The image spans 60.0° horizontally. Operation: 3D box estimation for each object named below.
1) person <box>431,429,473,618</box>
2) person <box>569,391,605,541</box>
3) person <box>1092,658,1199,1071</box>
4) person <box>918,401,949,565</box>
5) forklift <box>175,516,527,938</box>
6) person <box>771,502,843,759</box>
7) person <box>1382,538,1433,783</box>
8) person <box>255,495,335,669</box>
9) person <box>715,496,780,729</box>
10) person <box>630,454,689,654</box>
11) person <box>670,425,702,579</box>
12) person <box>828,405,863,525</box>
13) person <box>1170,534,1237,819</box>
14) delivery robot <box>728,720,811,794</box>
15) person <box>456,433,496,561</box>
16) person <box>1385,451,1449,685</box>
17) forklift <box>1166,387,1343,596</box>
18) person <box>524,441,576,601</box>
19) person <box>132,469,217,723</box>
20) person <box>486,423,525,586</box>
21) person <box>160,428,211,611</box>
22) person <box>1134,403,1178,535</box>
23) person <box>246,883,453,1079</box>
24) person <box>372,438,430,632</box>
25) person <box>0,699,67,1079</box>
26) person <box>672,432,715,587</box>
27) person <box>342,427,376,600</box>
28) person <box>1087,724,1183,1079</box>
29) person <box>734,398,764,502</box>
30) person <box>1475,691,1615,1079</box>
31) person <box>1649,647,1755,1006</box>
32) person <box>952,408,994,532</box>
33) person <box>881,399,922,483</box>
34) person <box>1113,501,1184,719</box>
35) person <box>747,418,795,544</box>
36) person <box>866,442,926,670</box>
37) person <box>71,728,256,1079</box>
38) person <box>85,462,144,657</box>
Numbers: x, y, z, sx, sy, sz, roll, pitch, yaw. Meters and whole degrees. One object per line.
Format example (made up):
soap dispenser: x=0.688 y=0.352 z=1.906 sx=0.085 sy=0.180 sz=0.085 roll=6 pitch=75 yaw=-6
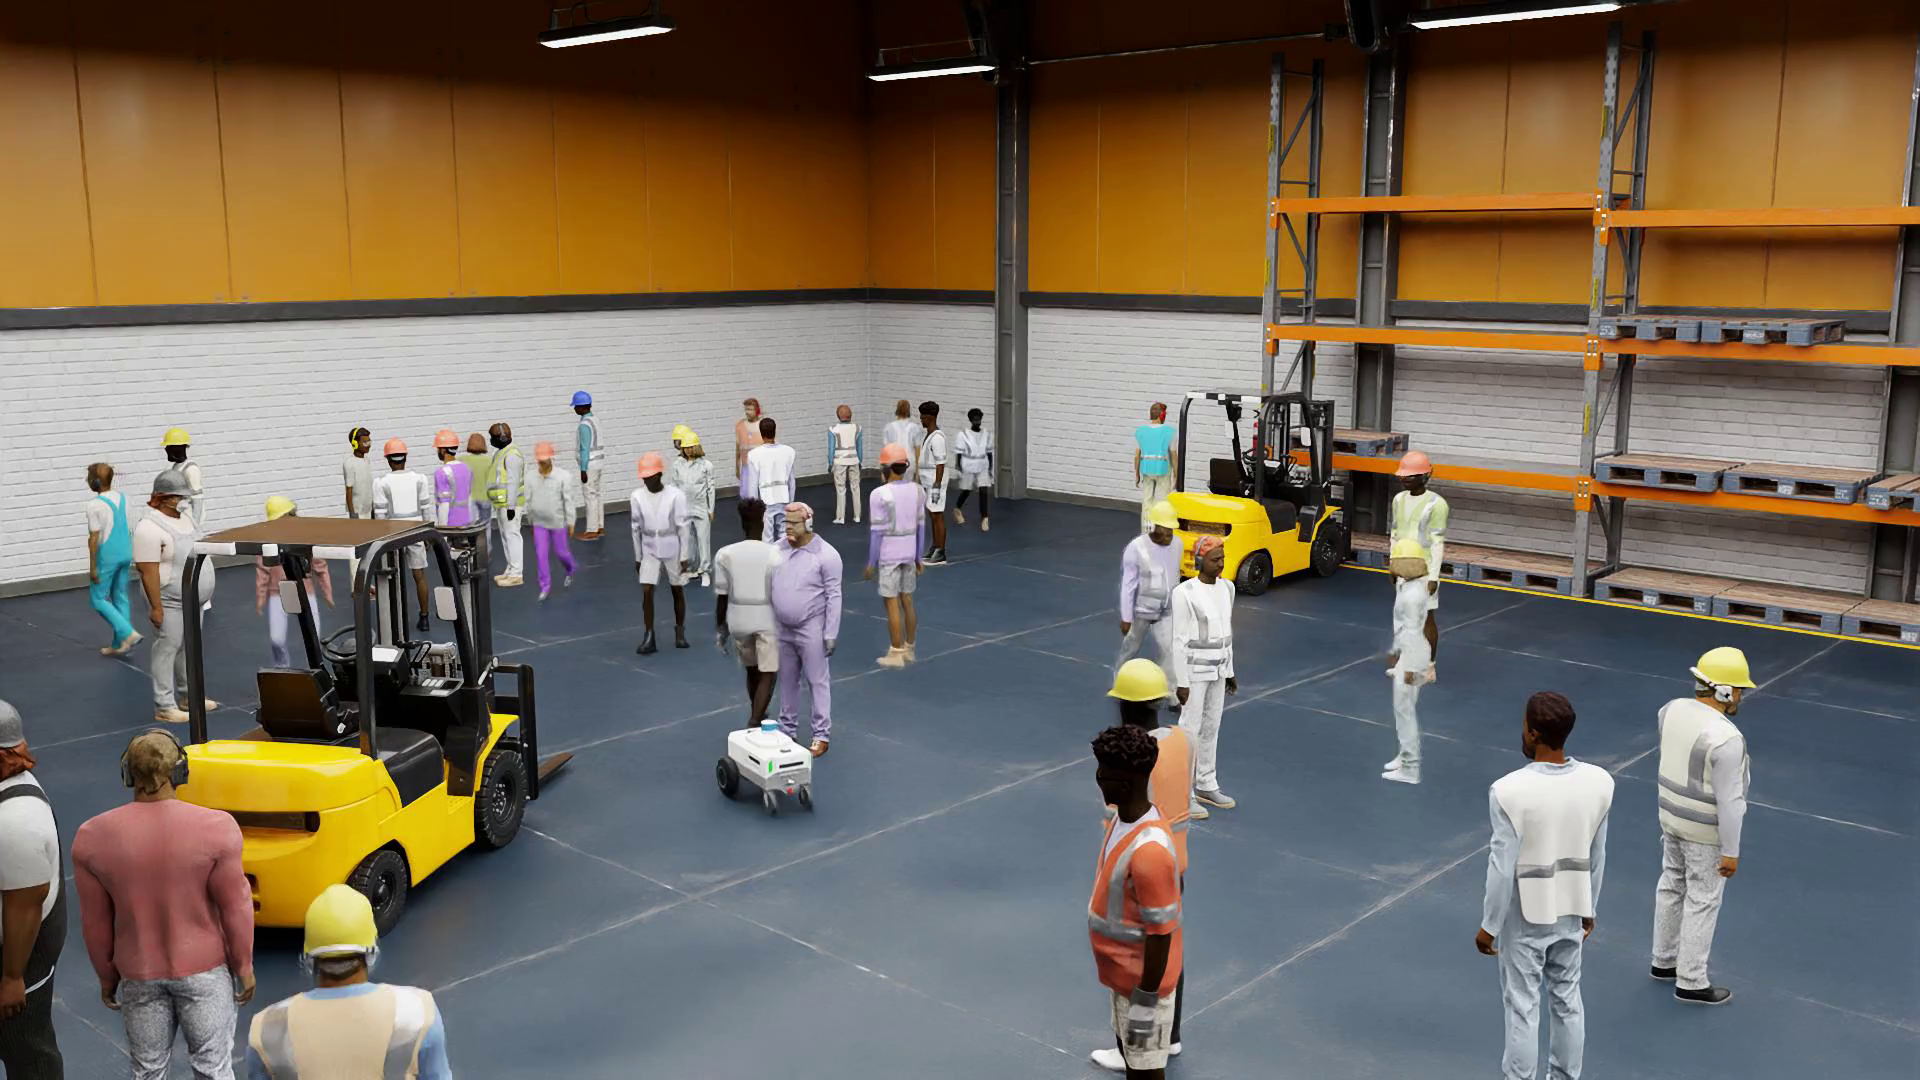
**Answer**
person: x=-5.190 y=-0.162 z=16.958 sx=0.360 sy=1.936 sz=0.552 roll=3 pitch=10 yaw=16
person: x=-4.805 y=-0.961 z=21.512 sx=0.422 sy=1.938 sz=0.607 roll=0 pitch=10 yaw=2
person: x=0.839 y=1.485 z=7.623 sx=0.378 sy=1.924 sz=0.596 roll=10 pitch=14 yaw=43
person: x=-0.321 y=-0.682 z=19.849 sx=0.373 sy=1.962 sz=0.607 roll=-2 pitch=10 yaw=-9
forklift: x=-3.583 y=0.976 z=9.748 sx=1.214 sy=2.155 sz=2.313 roll=2 pitch=10 yaw=11
person: x=-1.193 y=0.663 z=12.349 sx=0.637 sy=1.911 sz=0.403 roll=6 pitch=11 yaw=29
person: x=3.180 y=0.842 z=11.843 sx=0.351 sy=1.722 sz=0.520 roll=3 pitch=10 yaw=18
person: x=-5.563 y=0.477 z=13.871 sx=0.625 sy=1.741 sz=0.395 roll=-5 pitch=11 yaw=-24
person: x=-1.525 y=0.634 z=12.447 sx=0.628 sy=1.929 sz=0.934 roll=2 pitch=10 yaw=11
person: x=-2.789 y=0.127 z=15.483 sx=0.543 sy=1.890 sz=0.671 roll=1 pitch=10 yaw=5
person: x=-3.137 y=-0.433 z=18.999 sx=0.326 sy=1.765 sz=0.533 roll=1 pitch=10 yaw=7
person: x=-1.566 y=-1.027 z=22.726 sx=0.515 sy=1.641 sz=0.314 roll=-5 pitch=11 yaw=-25
person: x=1.635 y=0.897 z=11.089 sx=0.575 sy=1.883 sz=0.355 roll=-9 pitch=14 yaw=-43
delivery robot: x=-1.301 y=1.471 z=11.333 sx=0.477 sy=0.478 sz=0.707 roll=-6 pitch=12 yaw=-31
person: x=-5.716 y=-0.470 z=19.693 sx=0.508 sy=1.592 sz=0.849 roll=-2 pitch=10 yaw=-13
person: x=3.929 y=0.242 z=14.410 sx=0.417 sy=2.035 sz=0.601 roll=-6 pitch=11 yaw=-29
forklift: x=3.298 y=-0.608 z=18.767 sx=1.214 sy=2.155 sz=2.313 roll=9 pitch=13 yaw=42
person: x=-4.402 y=-0.236 z=17.988 sx=0.583 sy=1.724 sz=0.636 roll=2 pitch=10 yaw=9
person: x=-6.245 y=0.428 z=13.306 sx=0.538 sy=2.000 sz=0.683 roll=1 pitch=10 yaw=4
person: x=-5.093 y=-0.407 z=18.679 sx=0.429 sy=1.831 sz=0.631 roll=-5 pitch=11 yaw=-28
person: x=-8.023 y=-0.204 z=17.227 sx=0.374 sy=1.928 sz=0.584 roll=-9 pitch=13 yaw=-41
person: x=2.455 y=-0.795 z=20.846 sx=0.563 sy=1.839 sz=0.392 roll=4 pitch=11 yaw=23
person: x=-1.885 y=1.975 z=5.205 sx=0.606 sy=1.804 sz=0.886 roll=-2 pitch=10 yaw=-14
person: x=-5.456 y=-0.034 z=16.264 sx=0.543 sy=1.928 sz=0.373 roll=-7 pitch=12 yaw=-35
person: x=-3.831 y=1.609 z=6.584 sx=0.537 sy=2.000 sz=0.683 roll=-7 pitch=12 yaw=-35
person: x=-2.974 y=-0.341 z=18.529 sx=0.492 sy=1.742 sz=0.324 roll=1 pitch=10 yaw=6
person: x=-6.424 y=-0.286 z=17.894 sx=0.335 sy=1.865 sz=0.503 roll=1 pitch=10 yaw=4
person: x=0.676 y=1.667 z=6.472 sx=0.373 sy=1.963 sz=0.607 roll=0 pitch=10 yaw=-3
person: x=-2.687 y=-0.953 z=21.801 sx=0.564 sy=1.824 sz=0.465 roll=3 pitch=10 yaw=15
person: x=2.477 y=1.581 z=7.083 sx=0.592 sy=1.922 sz=0.392 roll=-4 pitch=11 yaw=-20
person: x=3.705 y=1.419 z=8.304 sx=0.403 sy=1.820 sz=0.603 roll=-2 pitch=10 yaw=-9
person: x=0.169 y=-0.972 z=22.367 sx=0.562 sy=1.660 sz=0.761 roll=-3 pitch=10 yaw=-18
person: x=-0.748 y=-0.904 z=21.542 sx=0.532 sy=1.818 sz=0.567 roll=-1 pitch=10 yaw=-5
person: x=1.532 y=0.533 z=13.530 sx=0.615 sy=1.767 sz=0.896 roll=-5 pitch=11 yaw=-28
person: x=-2.067 y=-0.384 z=18.288 sx=0.590 sy=1.916 sz=0.399 roll=-7 pitch=12 yaw=-36
person: x=-0.593 y=0.138 z=14.969 sx=0.614 sy=2.038 sz=0.397 roll=-10 pitch=14 yaw=-44
person: x=-3.069 y=1.677 z=6.492 sx=0.630 sy=1.938 sz=0.372 roll=-2 pitch=10 yaw=-9
person: x=-7.747 y=0.194 z=15.228 sx=0.483 sy=1.835 sz=0.523 roll=3 pitch=10 yaw=18
